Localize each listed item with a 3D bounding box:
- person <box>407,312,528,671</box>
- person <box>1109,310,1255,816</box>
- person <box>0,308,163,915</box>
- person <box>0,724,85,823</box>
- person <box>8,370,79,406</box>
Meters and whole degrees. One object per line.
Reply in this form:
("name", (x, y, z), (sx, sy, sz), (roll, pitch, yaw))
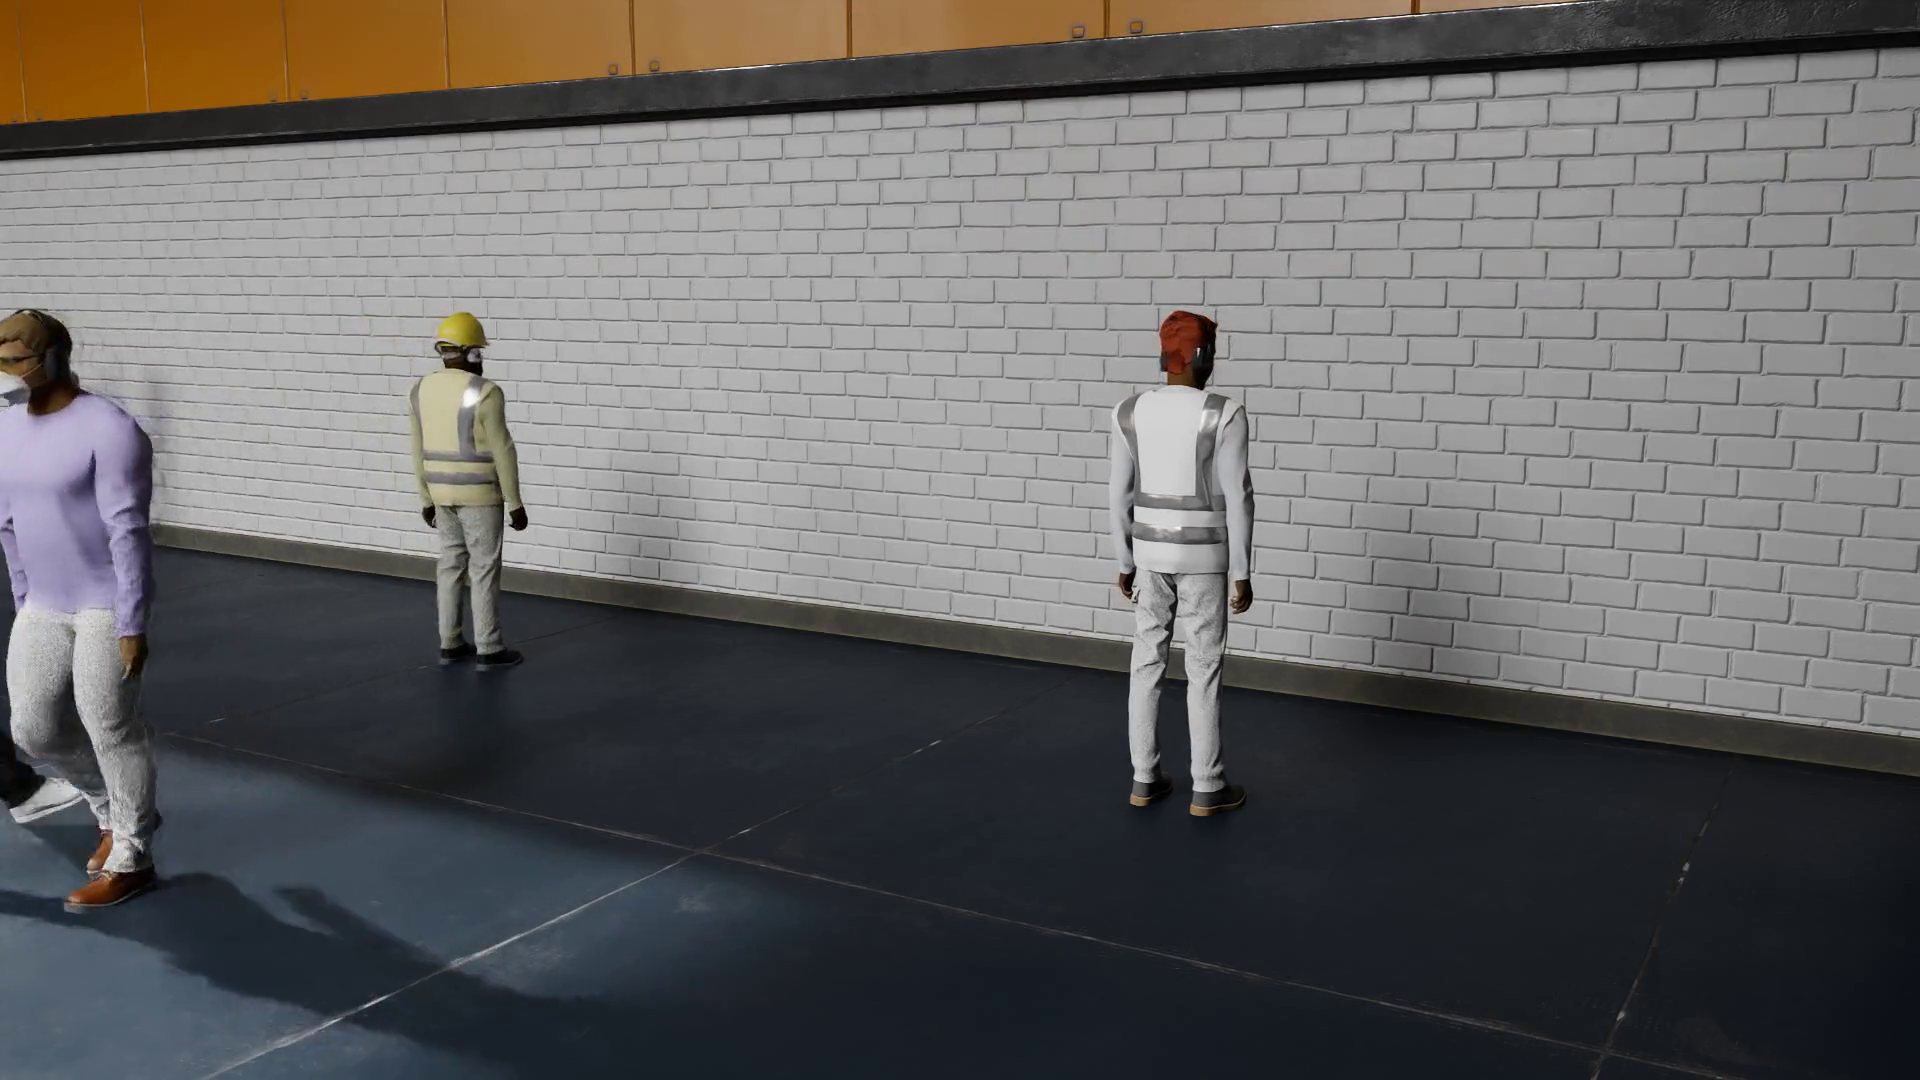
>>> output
("person", (-2.501, -0.239, 8.471), (0.602, 1.831, 0.404), (5, 10, 27))
("person", (0.836, 0.090, 6.244), (0.572, 1.886, 0.353), (6, 11, 33))
("person", (-2.790, 0.228, 5.278), (0.670, 1.917, 0.432), (3, 10, 19))
("person", (-3.642, 0.164, 5.840), (0.954, 1.855, 0.624), (-9, 13, -43))
("person", (-6.406, -0.660, 11.708), (0.289, 1.633, 0.497), (6, 11, 32))
